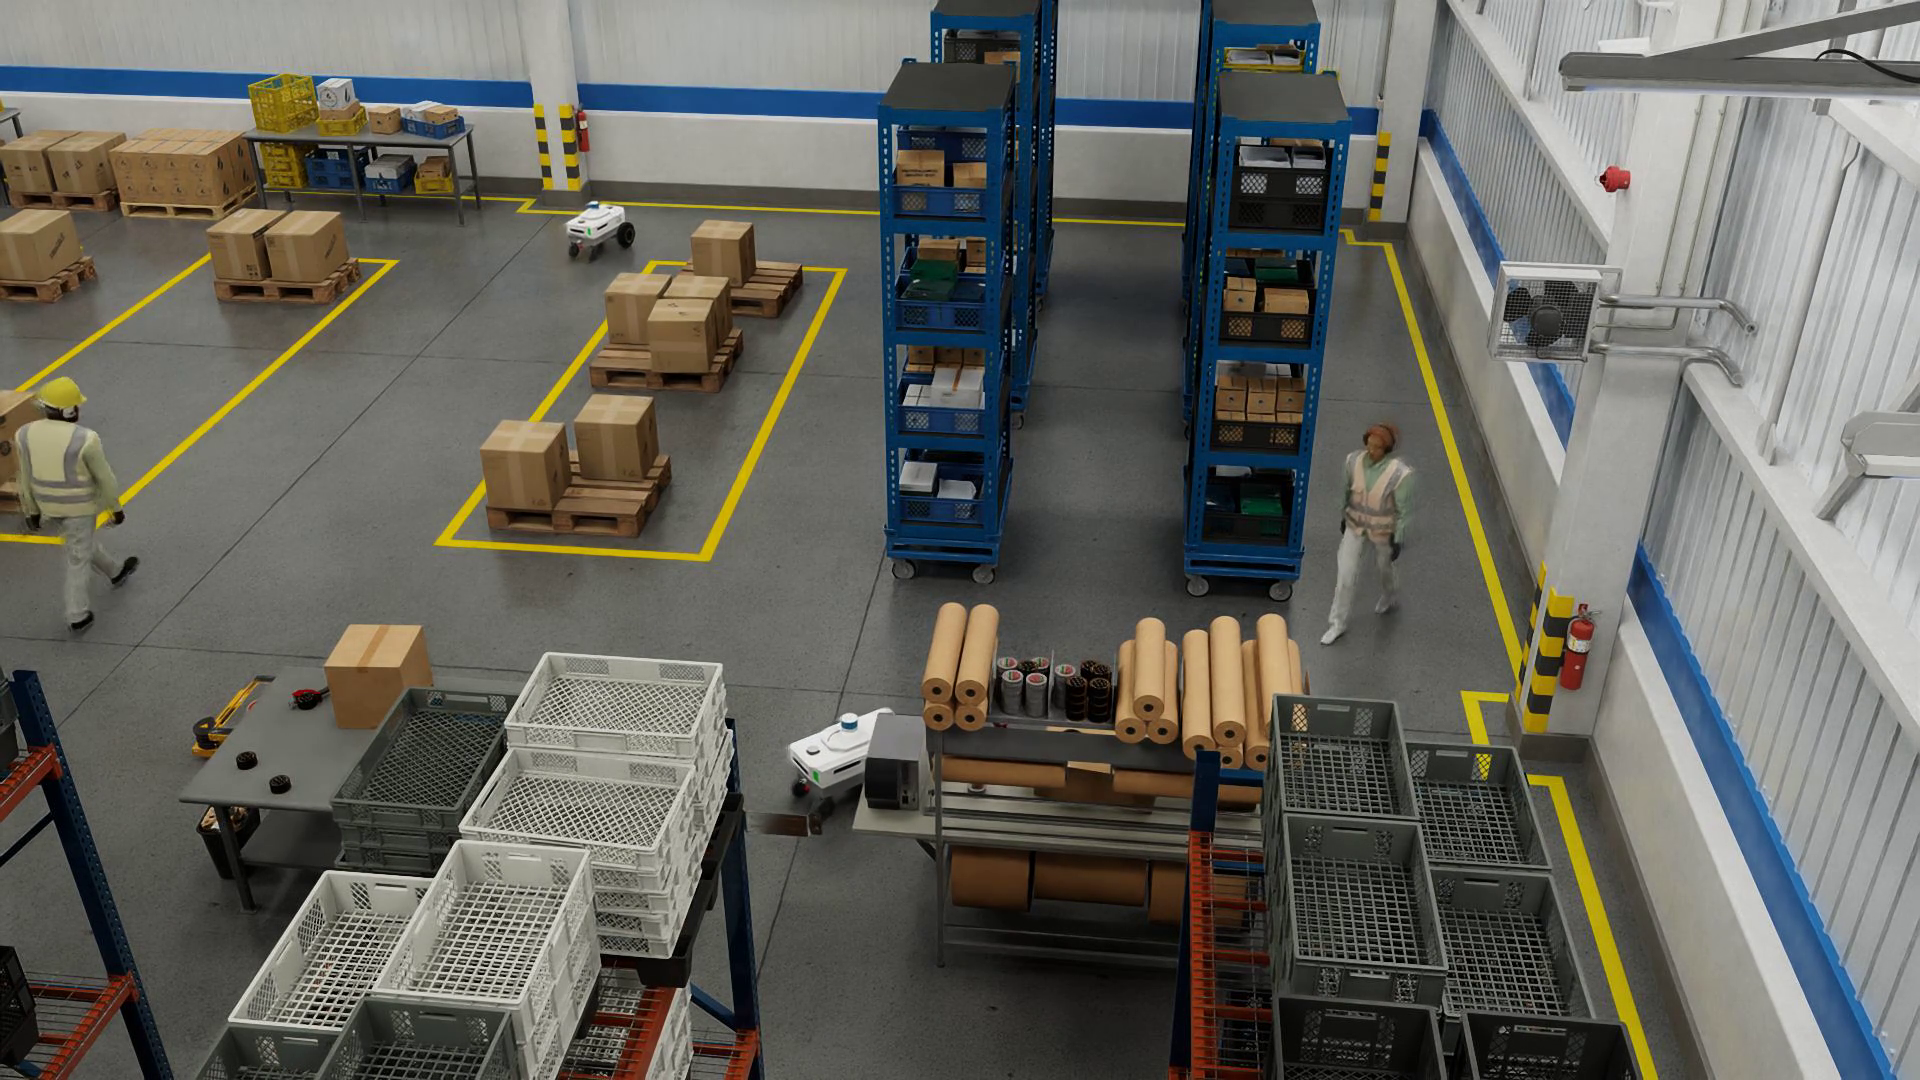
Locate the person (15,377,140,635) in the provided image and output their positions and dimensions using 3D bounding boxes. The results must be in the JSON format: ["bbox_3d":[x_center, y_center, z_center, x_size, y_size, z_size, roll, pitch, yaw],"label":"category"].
[{"bbox_3d":[-6.174,-0.288,11.662,0.598,1.767,0.963,5,31,9],"label":"person"}]

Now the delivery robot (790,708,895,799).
[{"bbox_3d":[-0.664,1.273,10.089,0.707,0.478,0.477,-19,35,-29],"label":"delivery robot"}]

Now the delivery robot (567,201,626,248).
[{"bbox_3d":[-3.988,-3.468,18.232,0.477,0.478,0.707,13,33,21],"label":"delivery robot"}]

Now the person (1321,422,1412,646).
[{"bbox_3d":[2.865,-0.100,11.498,0.522,1.606,0.825,20,36,31],"label":"person"}]

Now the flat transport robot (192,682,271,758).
[{"bbox_3d":[-4.089,1.163,10.648,1.431,0.197,0.652,3,30,6],"label":"flat transport robot"}]
